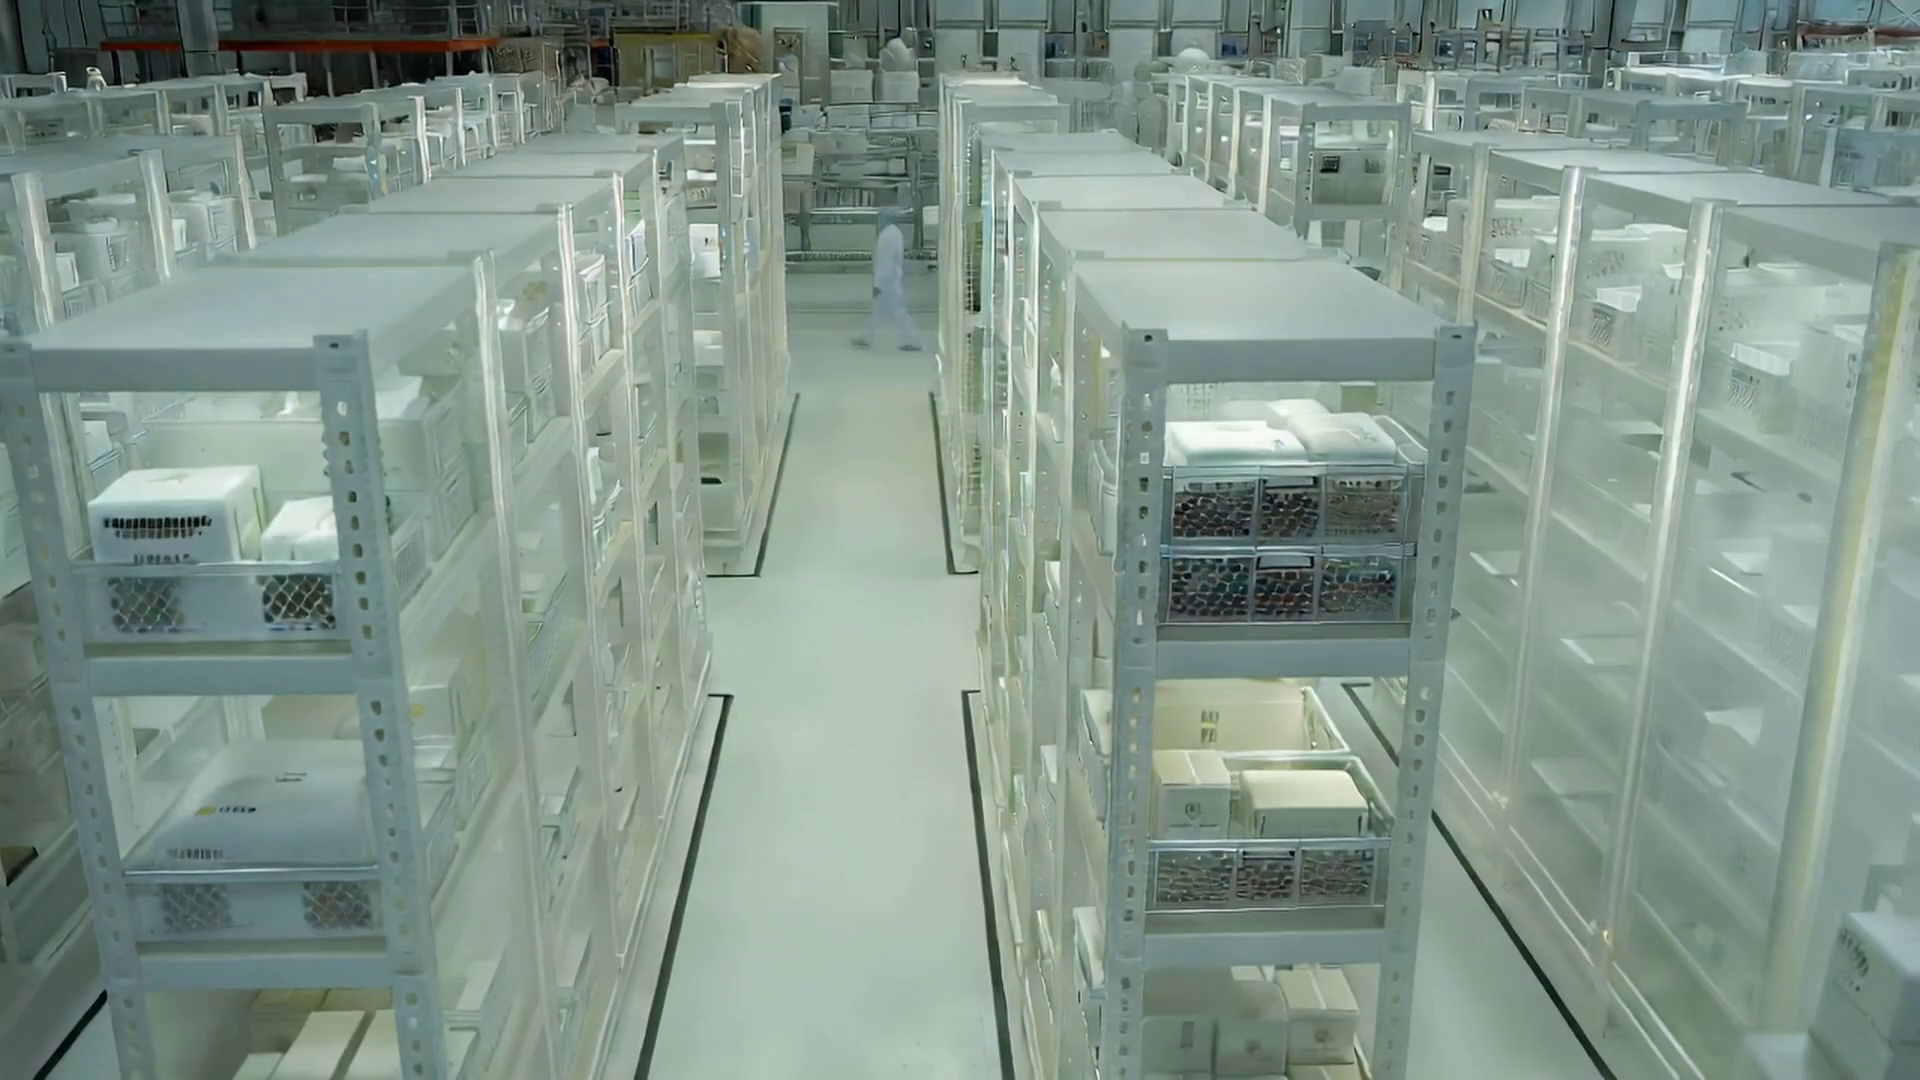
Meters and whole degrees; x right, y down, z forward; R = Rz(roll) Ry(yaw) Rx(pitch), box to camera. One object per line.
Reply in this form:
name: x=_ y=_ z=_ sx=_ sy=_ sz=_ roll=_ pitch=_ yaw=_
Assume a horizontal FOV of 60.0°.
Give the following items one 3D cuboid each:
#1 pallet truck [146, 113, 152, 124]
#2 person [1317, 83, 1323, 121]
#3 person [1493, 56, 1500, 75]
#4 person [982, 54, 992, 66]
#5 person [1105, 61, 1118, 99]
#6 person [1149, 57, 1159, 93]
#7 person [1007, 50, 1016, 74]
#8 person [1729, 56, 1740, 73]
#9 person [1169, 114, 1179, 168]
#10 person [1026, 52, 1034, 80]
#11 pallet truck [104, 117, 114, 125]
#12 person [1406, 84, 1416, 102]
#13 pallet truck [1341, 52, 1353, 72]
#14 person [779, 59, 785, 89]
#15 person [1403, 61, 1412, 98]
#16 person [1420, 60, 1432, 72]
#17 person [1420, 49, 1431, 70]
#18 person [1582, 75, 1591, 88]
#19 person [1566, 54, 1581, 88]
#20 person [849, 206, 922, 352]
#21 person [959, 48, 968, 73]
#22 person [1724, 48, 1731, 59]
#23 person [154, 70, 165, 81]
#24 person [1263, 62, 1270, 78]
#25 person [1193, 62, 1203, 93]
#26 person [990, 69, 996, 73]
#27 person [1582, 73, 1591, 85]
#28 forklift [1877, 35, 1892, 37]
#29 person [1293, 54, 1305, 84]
pallet truck: x=-18.087 y=-8.309 z=36.390 sx=1.885 sy=1.965 sz=0.823 roll=-1 pitch=18 yaw=-4
person: x=11.597 y=-13.855 z=53.840 sx=0.628 sy=1.811 sz=0.652 roll=-1 pitch=18 yaw=-4
person: x=26.009 y=-22.537 z=80.693 sx=0.422 sy=1.823 sz=0.552 roll=14 pitch=22 yaw=36
person: x=1.285 y=-22.355 z=79.965 sx=0.594 sy=1.926 sz=0.367 roll=13 pitch=22 yaw=35
person: x=6.350 y=-19.215 z=70.197 sx=0.625 sy=1.969 sz=0.837 roll=-8 pitch=20 yaw=-25
person: x=9.631 y=-23.116 z=82.620 sx=0.493 sy=1.741 sz=0.309 roll=4 pitch=18 yaw=11
person: x=2.649 y=-24.835 z=87.686 sx=0.993 sy=1.893 sz=0.645 roll=16 pitch=24 yaw=40
person: x=36.654 y=-22.047 z=79.077 sx=0.756 sy=1.898 sz=0.610 roll=-6 pitch=19 yaw=-19
person: x=5.127 y=-9.356 z=40.014 sx=0.327 sy=1.760 sz=0.523 roll=-3 pitch=18 yaw=-9
person: x=3.536 y=-23.639 z=83.940 sx=0.472 sy=1.928 sz=0.651 roll=-8 pitch=19 yaw=-23
pallet truck: x=-18.367 y=-7.885 z=35.078 sx=1.885 sy=1.965 sz=0.823 roll=1 pitch=18 yaw=2
person: x=15.561 y=-14.951 z=57.184 sx=0.802 sy=1.839 sz=0.551 roll=-2 pitch=18 yaw=-5
pallet truck: x=18.794 y=-23.123 z=82.231 sx=0.823 sy=1.965 sz=1.885 roll=-13 pitch=22 yaw=-35
person: x=-8.731 y=-22.754 z=81.364 sx=0.431 sy=1.836 sz=0.619 roll=-5 pitch=19 yaw=-15
person: x=20.945 y=-21.577 z=77.929 sx=0.532 sy=1.696 sz=0.318 roll=-9 pitch=20 yaw=-25
person: x=20.412 y=-20.058 z=72.883 sx=0.582 sy=1.919 sz=0.400 roll=-7 pitch=19 yaw=-20
person: x=25.252 y=-25.617 z=90.110 sx=0.556 sy=1.914 sz=0.742 roll=1 pitch=18 yaw=2
person: x=22.110 y=-15.395 z=58.487 sx=0.906 sy=1.906 sz=0.548 roll=-15 pitch=23 yaw=-38
person: x=29.613 y=-22.489 z=80.423 sx=0.662 sy=1.892 sz=0.974 roll=7 pitch=19 yaw=20
person: x=-0.927 y=-3.314 z=21.167 sx=0.980 sy=1.860 sz=0.659 roll=3 pitch=18 yaw=8
person: x=0.180 y=-26.372 z=92.481 sx=0.540 sy=1.881 sz=0.982 roll=-16 pitch=24 yaw=-41
person: x=41.548 y=-25.689 z=90.269 sx=0.357 sy=1.936 sz=0.634 roll=0 pitch=18 yaw=0
person: x=-30.072 y=-16.722 z=62.599 sx=0.355 sy=1.887 sz=0.573 roll=1 pitch=18 yaw=2
person: x=14.012 y=-20.841 z=75.584 sx=0.670 sy=1.749 sz=0.533 roll=-5 pitch=19 yaw=-15
person: x=9.289 y=-17.806 z=65.695 sx=0.615 sy=2.047 sz=0.356 roll=5 pitch=19 yaw=15
person: x=1.128 y=-17.416 z=64.855 sx=0.360 sy=1.824 sz=0.742 roll=-14 pitch=23 yaw=-37
person: x=24.279 y=-17.207 z=64.419 sx=0.321 sy=1.689 sz=0.530 roll=-6 pitch=19 yaw=-18
forklift: x=44.168 y=-22.911 z=80.163 sx=1.129 sy=2.768 sz=1.873 roll=-1 pitch=18 yaw=-2
person: x=16.905 y=-23.268 z=82.932 sx=0.634 sy=1.840 sz=0.429 roll=7 pitch=19 yaw=21
